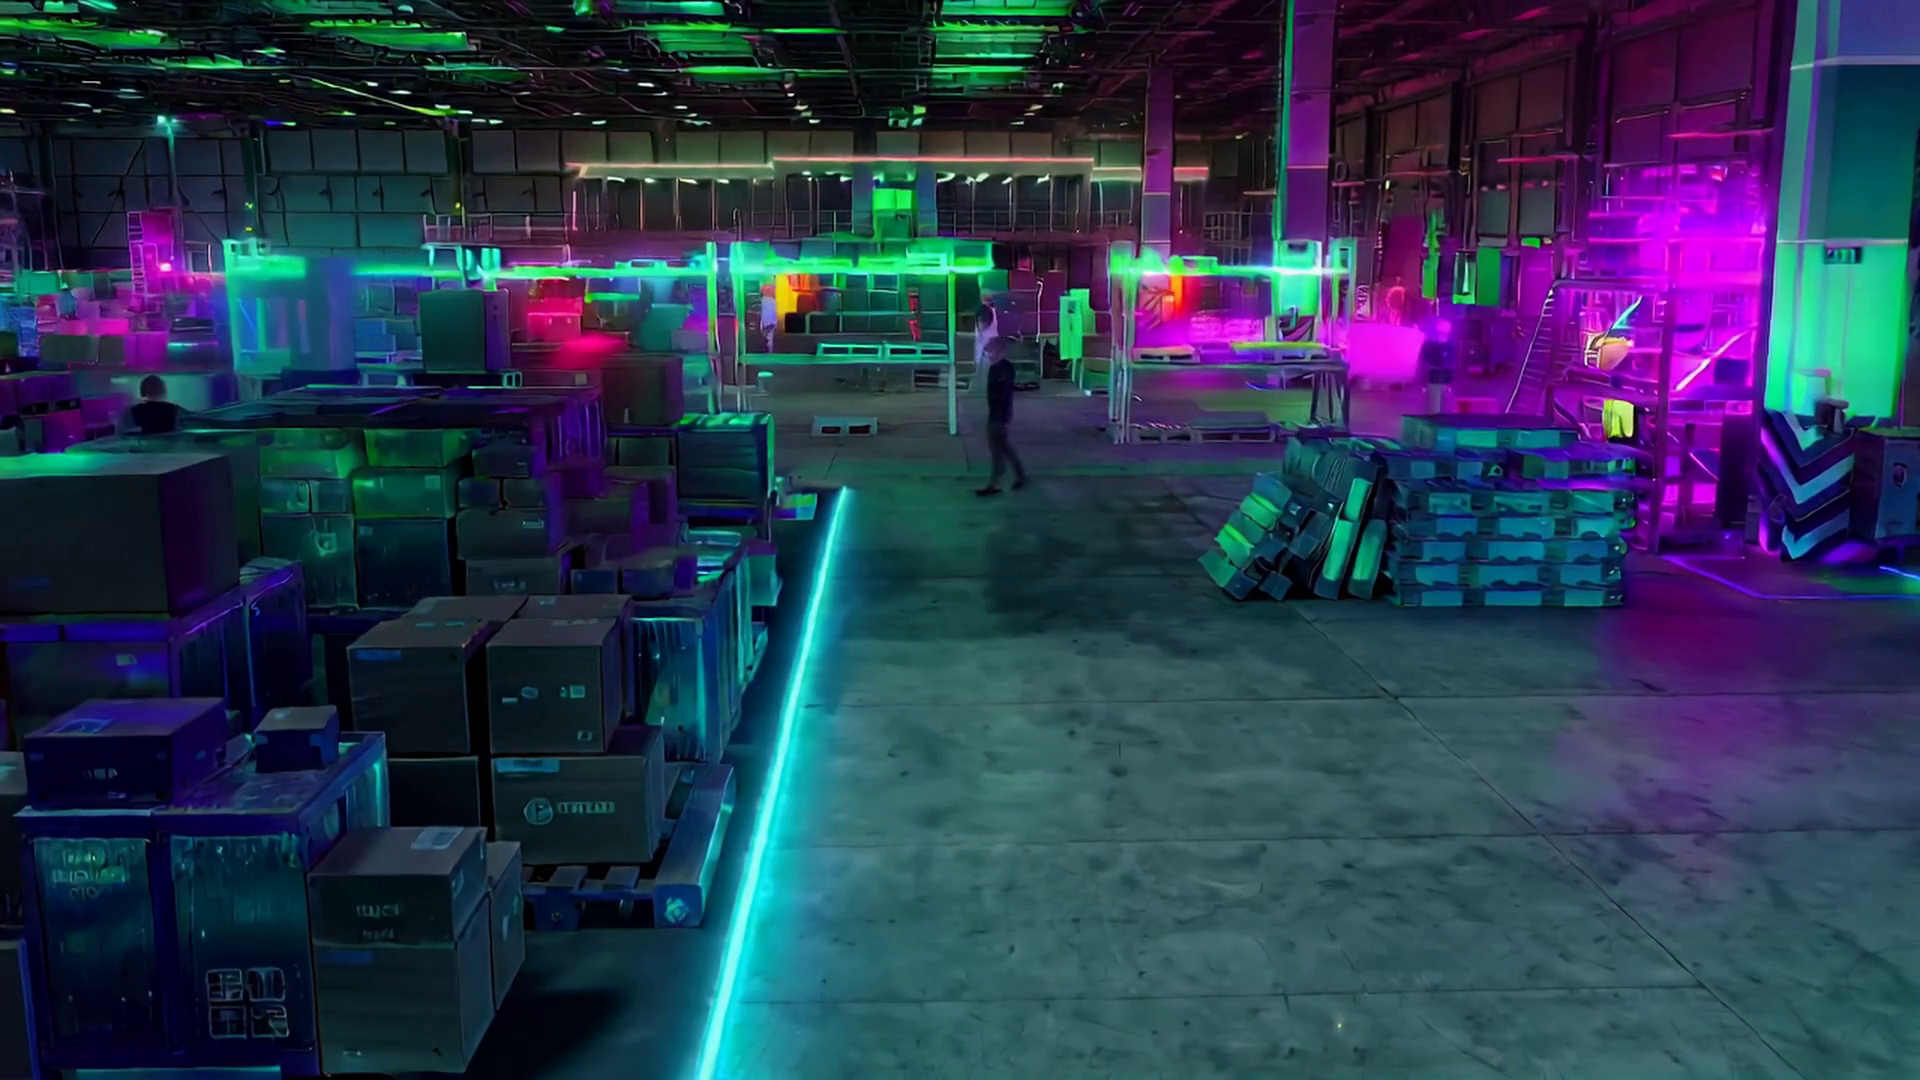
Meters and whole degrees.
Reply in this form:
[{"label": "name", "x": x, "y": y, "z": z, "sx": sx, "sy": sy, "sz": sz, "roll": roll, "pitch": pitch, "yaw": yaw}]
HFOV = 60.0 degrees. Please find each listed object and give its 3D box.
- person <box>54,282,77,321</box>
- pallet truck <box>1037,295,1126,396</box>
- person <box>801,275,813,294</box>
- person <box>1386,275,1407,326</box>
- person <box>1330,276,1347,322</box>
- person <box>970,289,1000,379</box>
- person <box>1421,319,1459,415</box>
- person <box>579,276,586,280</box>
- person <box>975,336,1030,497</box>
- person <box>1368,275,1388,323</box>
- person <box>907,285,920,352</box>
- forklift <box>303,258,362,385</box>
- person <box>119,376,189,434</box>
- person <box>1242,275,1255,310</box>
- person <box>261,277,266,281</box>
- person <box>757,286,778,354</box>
[{"label": "person", "x": -27.326, "y": -6.987, "z": 50.911, "sx": 0.621, "sy": 1.792, "sz": 0.873, "roll": -2, "pitch": 10, "yaw": -13}, {"label": "pallet truck", "x": 2.483, "y": -3.881, "z": 33.060, "sx": 1.885, "sy": 1.965, "sz": 0.823, "roll": -7, "pitch": 13, "yaw": -36}, {"label": "person", "x": -5.194, "y": -8.027, "z": 56.380, "sx": 0.398, "sy": 1.920, "sz": 0.590, "roll": 5, "pitch": 11, "yaw": 25}, {"label": "person", "x": 13.919, "y": -7.452, "z": 53.004, "sx": 0.641, "sy": 1.974, "sz": 0.448, "roll": 2, "pitch": 10, "yaw": 13}, {"label": "person", "x": 13.276, "y": -8.355, "z": 58.476, "sx": 0.551, "sy": 1.817, "sz": 0.961, "roll": -5, "pitch": 12, "yaw": -28}, {"label": "person", "x": 0.548, "y": -4.553, "z": 36.684, "sx": 1.038, "sy": 2.000, "sz": 0.701, "roll": 9, "pitch": 13, "yaw": 40}, {"label": "person", "x": 7.232, "y": -2.390, "z": 25.089, "sx": 0.603, "sy": 1.879, "sz": 1.014, "roll": -2, "pitch": 10, "yaw": -9}, {"label": "person", "x": -13.239, "y": -8.378, "z": 58.311, "sx": 0.374, "sy": 1.927, "sz": 0.542, "roll": 8, "pitch": 13, "yaw": 38}, {"label": "person", "x": 0.504, "y": -1.471, "z": 19.916, "sx": 0.601, "sy": 1.950, "sz": 0.632, "roll": -2, "pitch": 10, "yaw": -11}, {"label": "person", "x": 14.262, "y": -8.021, "z": 56.428, "sx": 0.995, "sy": 1.888, "sz": 0.607, "roll": 3, "pitch": 11, "yaw": 17}, {"label": "person", "x": -1.251, "y": -5.825, "z": 44.244, "sx": 0.351, "sy": 1.878, "sz": 0.568, "roll": -3, "pitch": 11, "yaw": -18}, {"label": "forklift", "x": -7.954, "y": -2.194, "z": 21.201, "sx": 1.873, "sy": 2.768, "sz": 1.129, "roll": 0, "pitch": 10, "yaw": -2}, {"label": "person", "x": -7.394, "y": -0.611, "z": 15.396, "sx": 0.647, "sy": 1.799, "sz": 0.927, "roll": -5, "pitch": 11, "yaw": -24}, {"label": "person", "x": 12.771, "y": -11.083, "z": 73.705, "sx": 0.633, "sy": 1.820, "sz": 0.796, "roll": -3, "pitch": 11, "yaw": -14}, {"label": "person", "x": -25.593, "y": -8.783, "z": 61.122, "sx": 0.497, "sy": 1.733, "sz": 0.426, "roll": -1, "pitch": 10, "yaw": -5}, {"label": "person", "x": -4.869, "y": -5.473, "z": 42.199, "sx": 0.552, "sy": 1.913, "sz": 0.877, "roll": -3, "pitch": 10, "yaw": -14}]
